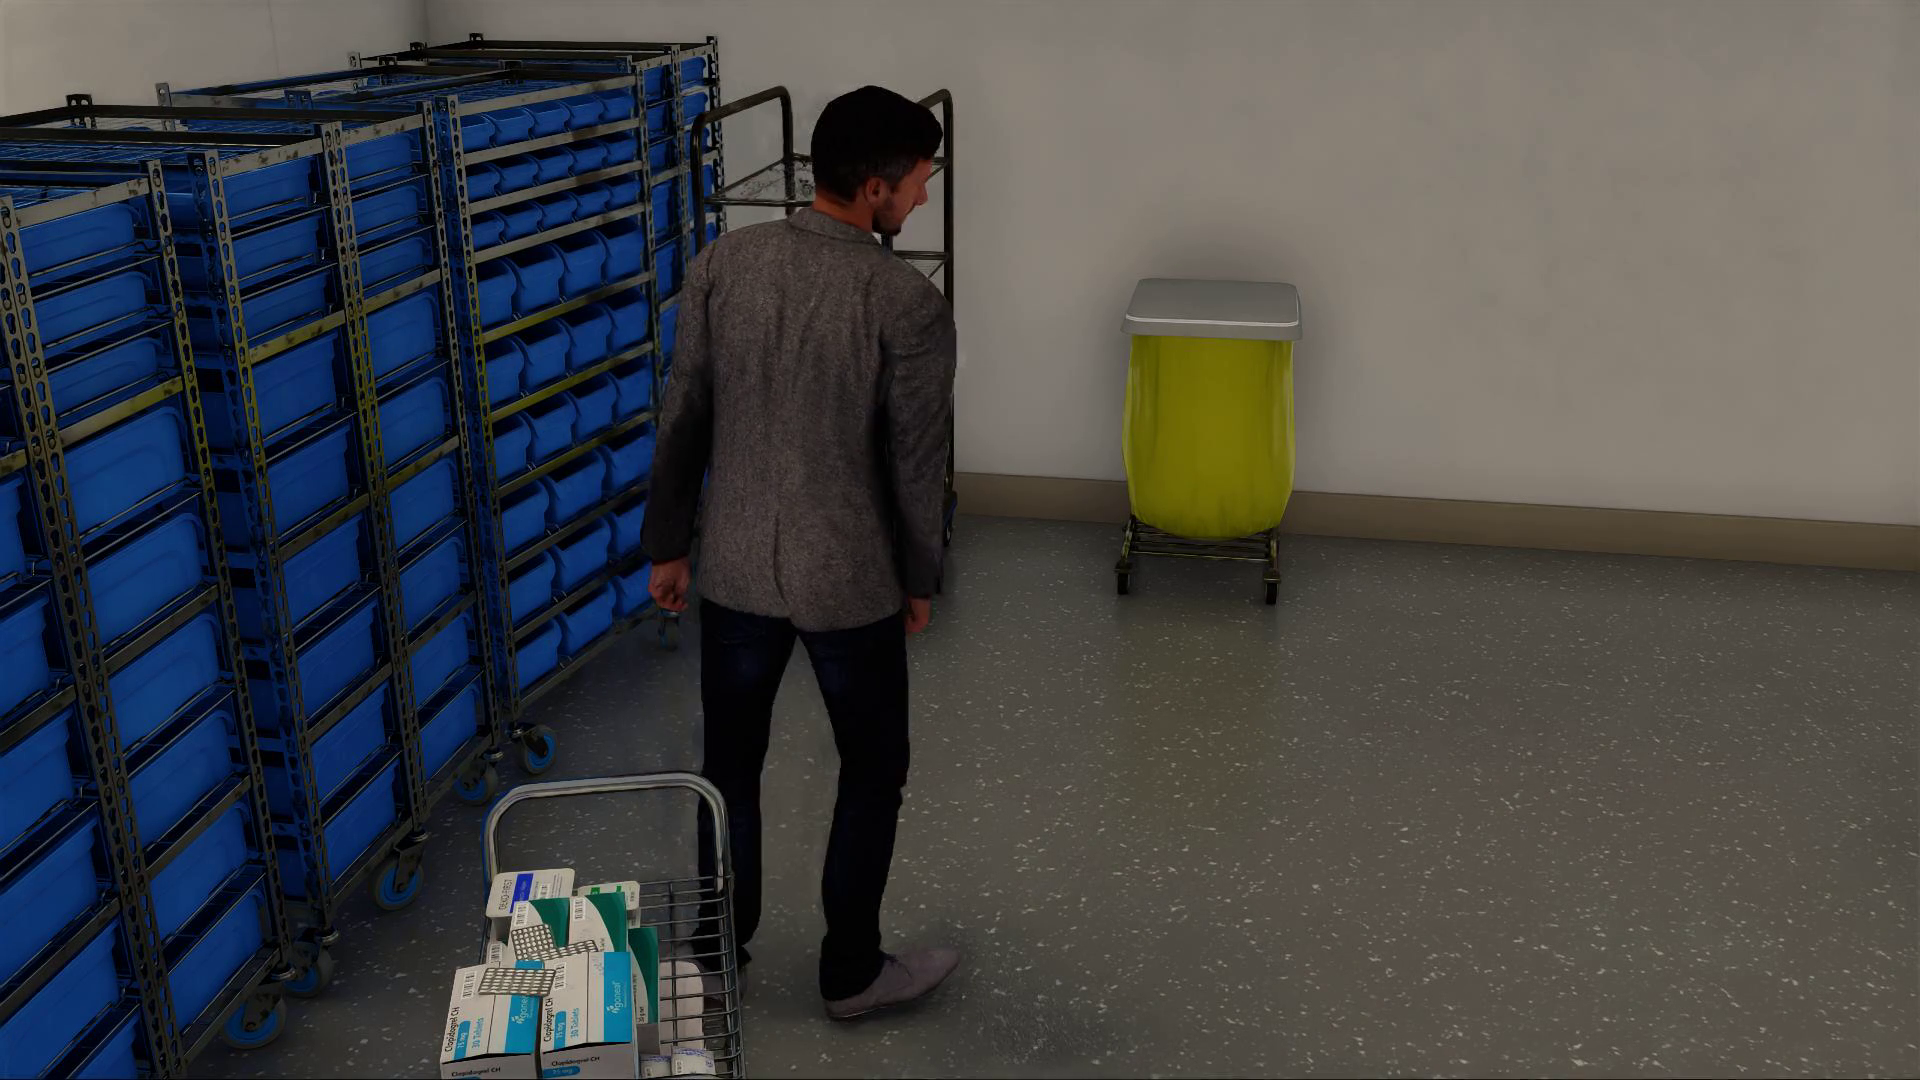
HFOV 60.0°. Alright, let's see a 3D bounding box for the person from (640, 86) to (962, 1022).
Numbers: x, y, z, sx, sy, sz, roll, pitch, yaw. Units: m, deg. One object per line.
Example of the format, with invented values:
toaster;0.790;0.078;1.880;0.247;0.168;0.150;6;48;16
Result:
person;-0.371;0.084;3.188;0.502;1.846;0.951;0;21;1
